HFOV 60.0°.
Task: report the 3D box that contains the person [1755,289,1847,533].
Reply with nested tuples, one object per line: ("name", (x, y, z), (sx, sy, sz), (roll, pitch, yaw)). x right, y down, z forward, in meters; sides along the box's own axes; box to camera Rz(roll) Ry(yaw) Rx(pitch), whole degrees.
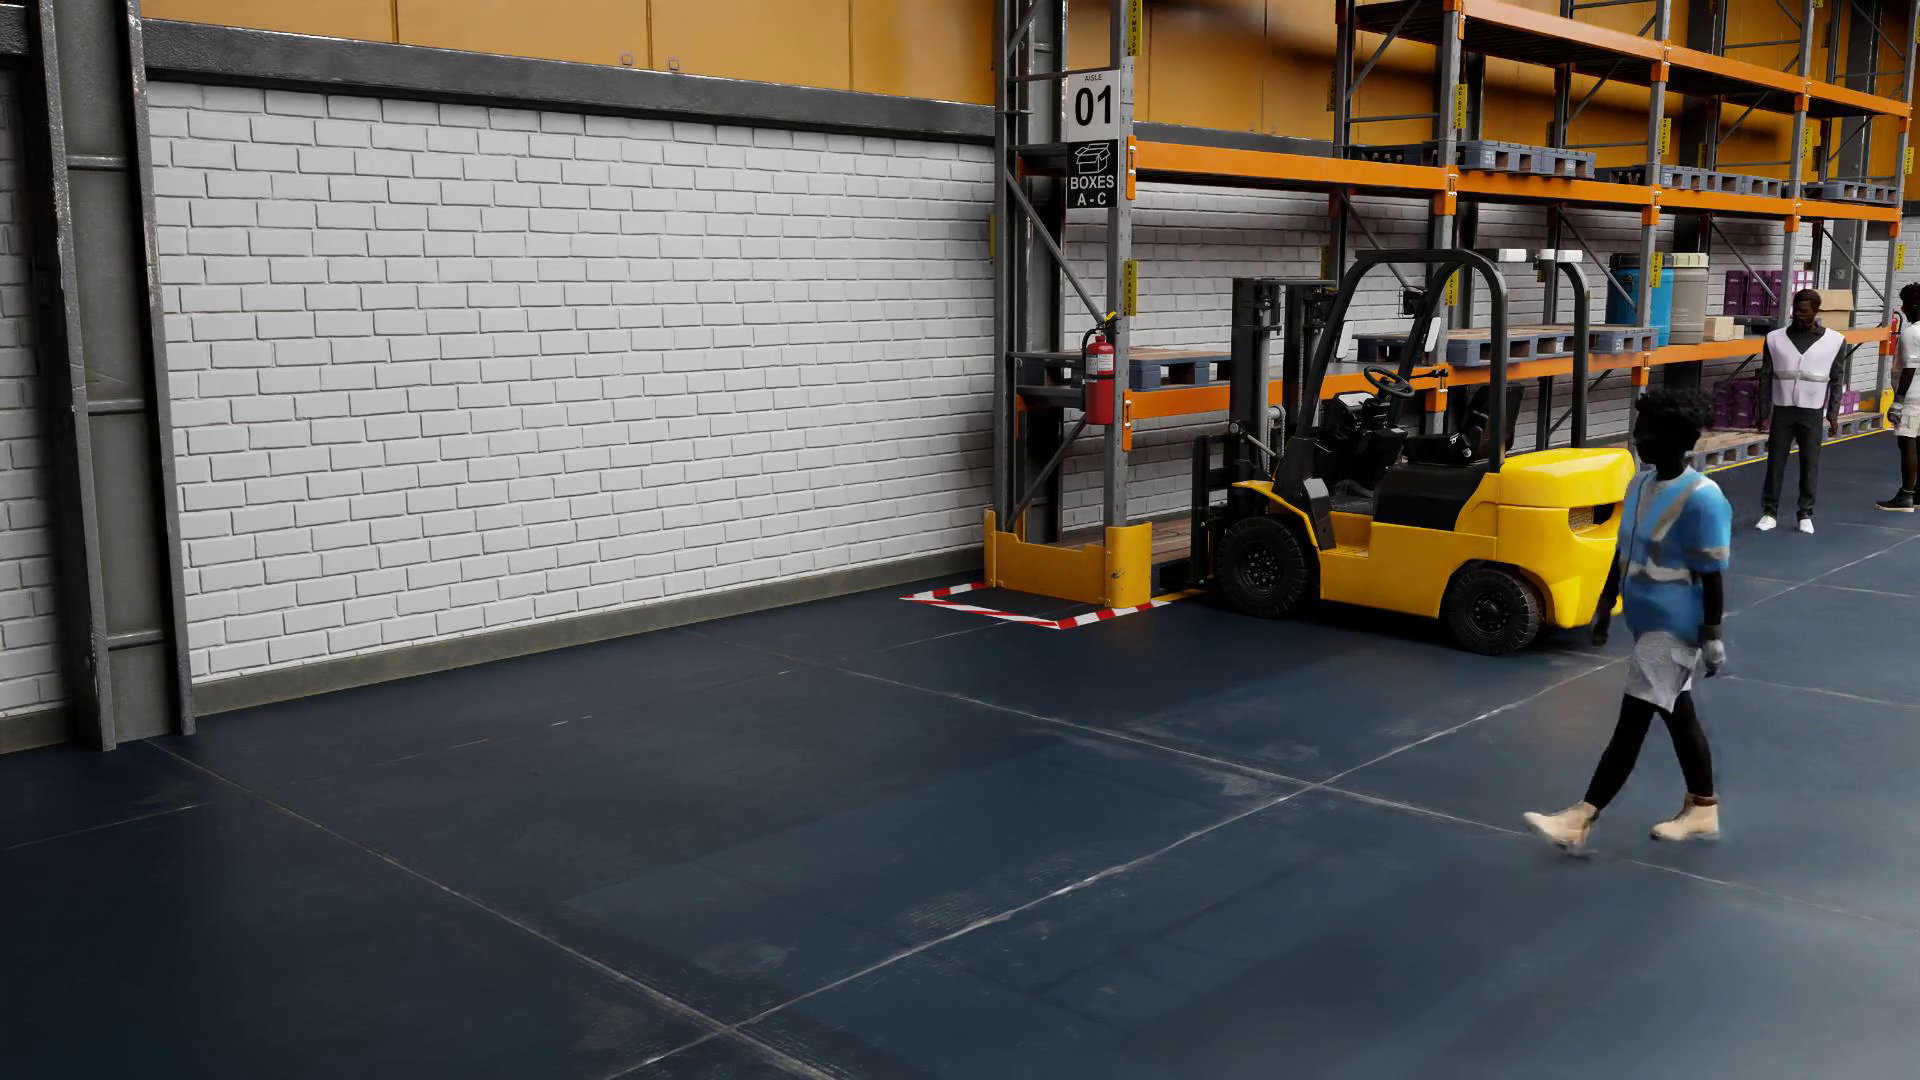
("person", (6.611, -1.013, 13.107), (0.590, 1.916, 0.389), (6, 11, 32))

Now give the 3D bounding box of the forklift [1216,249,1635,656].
("forklift", (2.710, -0.584, 9.626), (2.313, 2.155, 1.214), (9, 13, 43))

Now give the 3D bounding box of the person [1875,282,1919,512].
("person", (8.146, -1.218, 14.228), (0.603, 1.958, 0.380), (-7, 11, -36))

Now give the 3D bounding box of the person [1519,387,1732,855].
("person", (2.375, 0.295, 5.875), (0.866, 1.650, 0.545), (0, 9, -3))
